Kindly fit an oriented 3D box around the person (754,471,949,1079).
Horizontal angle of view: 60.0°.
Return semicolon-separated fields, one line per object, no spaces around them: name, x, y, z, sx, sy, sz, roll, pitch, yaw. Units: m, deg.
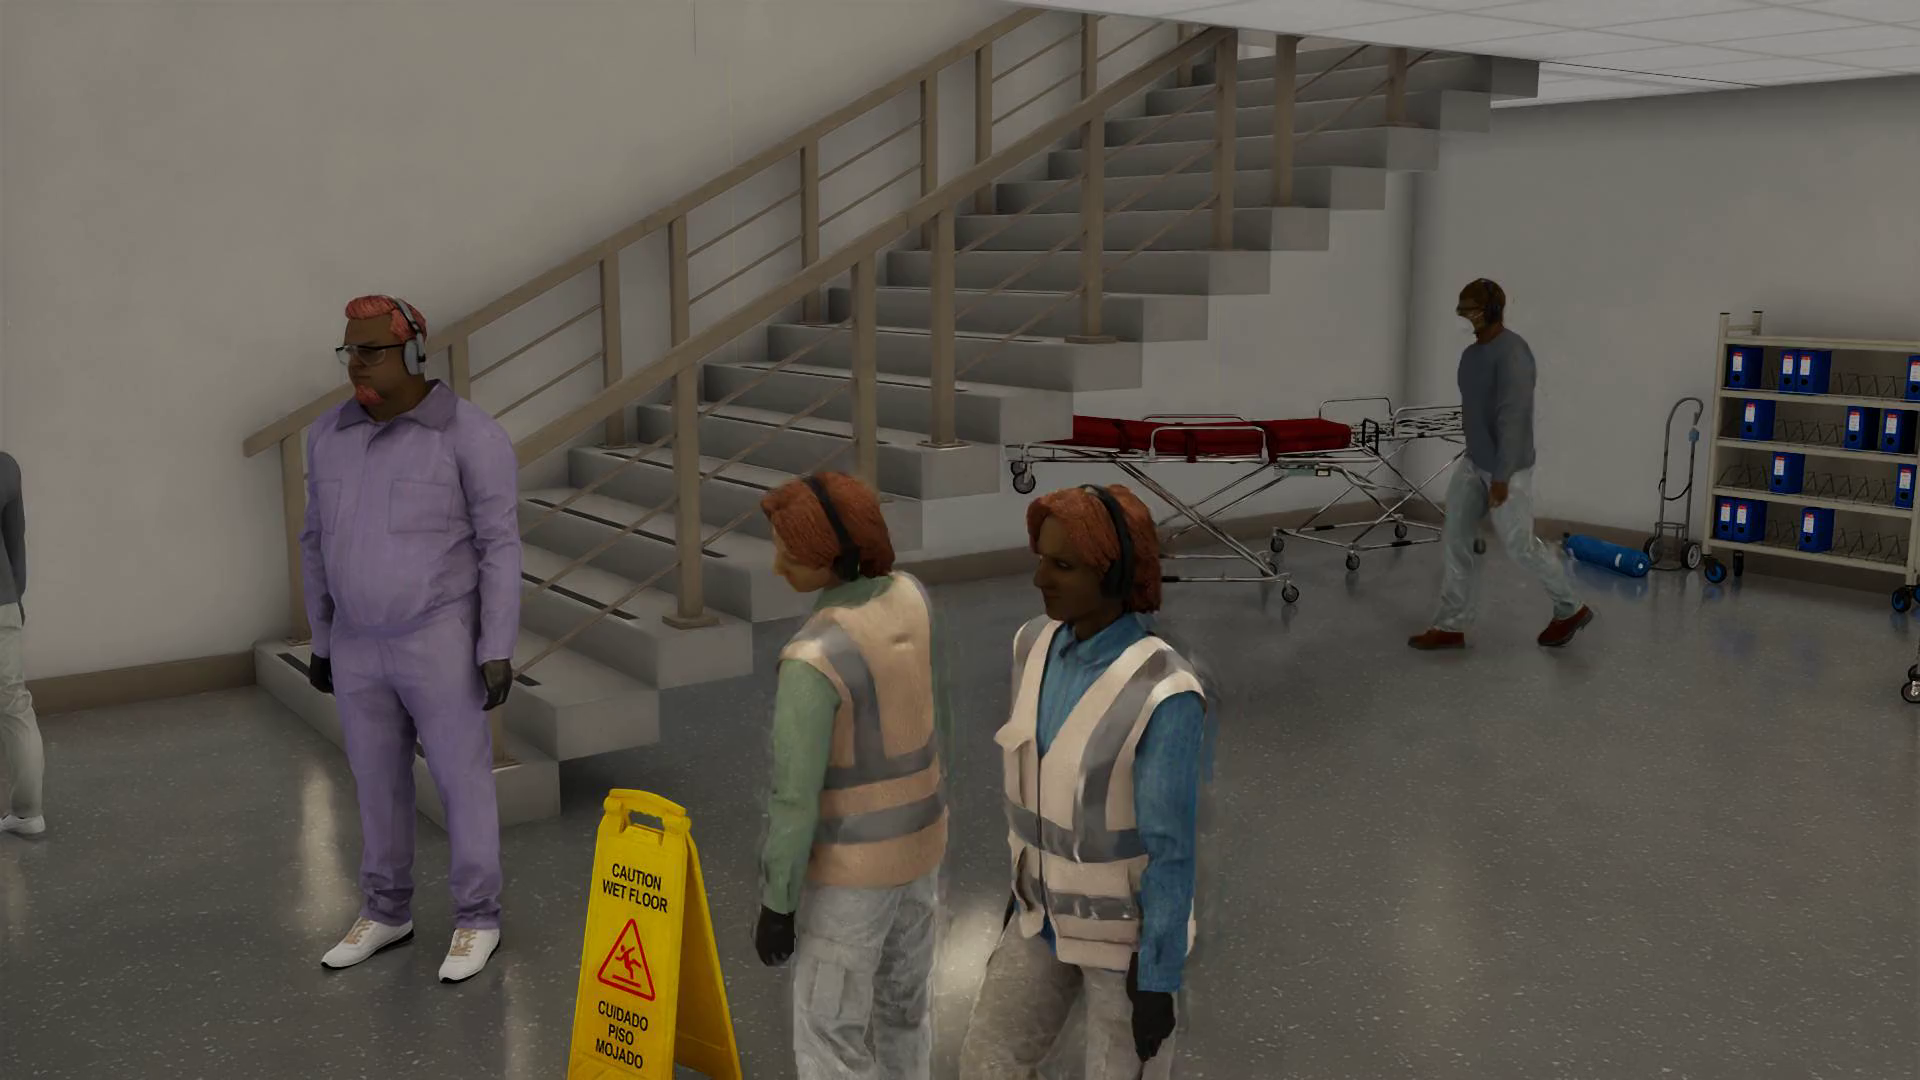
person;-0.193;0.660;3.287;0.334;1.613;0.614;5;11;28

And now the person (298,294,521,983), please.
person;-1.541;0.281;4.610;0.652;1.906;0.402;3;10;15

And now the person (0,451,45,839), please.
person;-3.312;0.257;5.536;0.286;1.633;0.498;2;10;13

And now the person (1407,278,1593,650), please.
person;2.779;-0.368;8.388;0.913;1.904;0.622;-2;10;-11

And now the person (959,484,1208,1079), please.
person;0.221;0.707;2.937;0.371;1.625;0.536;-6;12;-32
